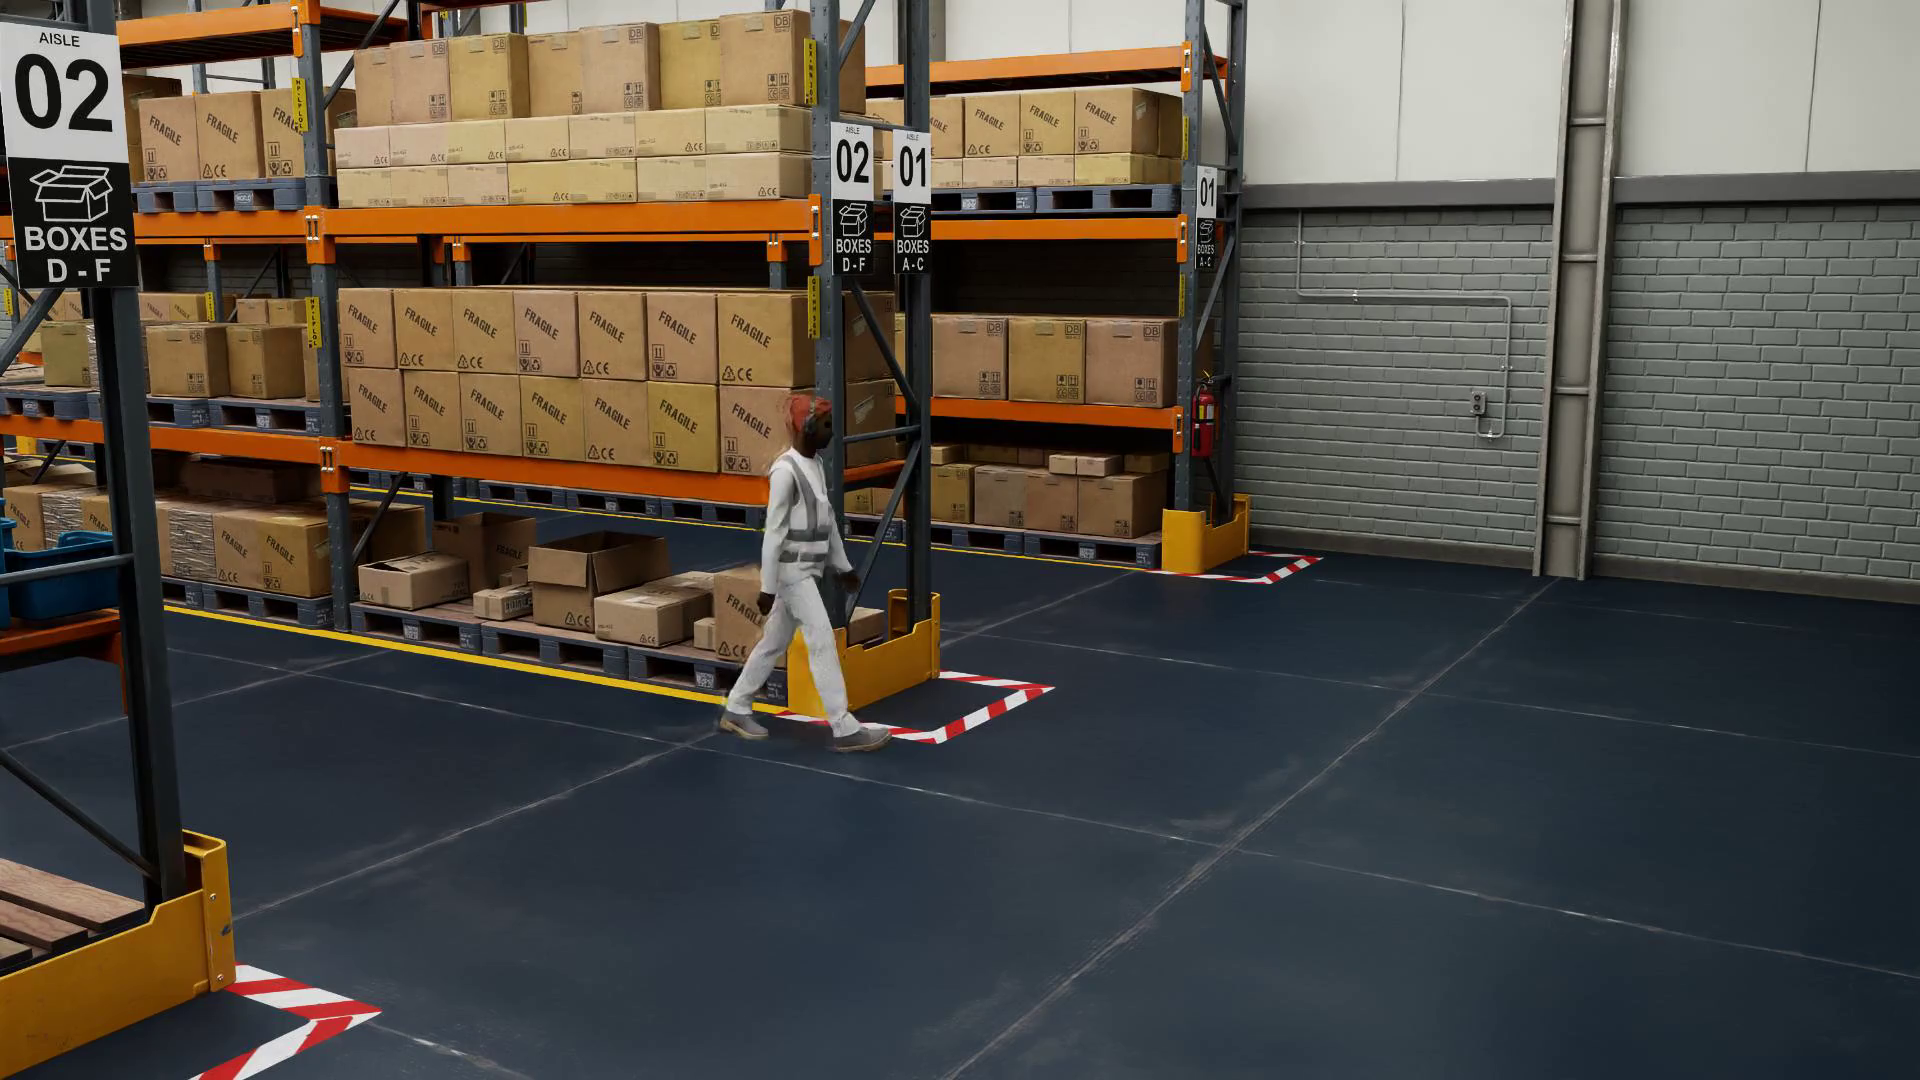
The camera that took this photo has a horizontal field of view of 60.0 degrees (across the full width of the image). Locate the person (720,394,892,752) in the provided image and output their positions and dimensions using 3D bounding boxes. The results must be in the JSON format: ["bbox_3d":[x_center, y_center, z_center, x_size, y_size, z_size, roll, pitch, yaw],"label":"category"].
[{"bbox_3d":[-0.849,0.168,8.602,0.934,1.840,0.577,1,10,6],"label":"person"}]
